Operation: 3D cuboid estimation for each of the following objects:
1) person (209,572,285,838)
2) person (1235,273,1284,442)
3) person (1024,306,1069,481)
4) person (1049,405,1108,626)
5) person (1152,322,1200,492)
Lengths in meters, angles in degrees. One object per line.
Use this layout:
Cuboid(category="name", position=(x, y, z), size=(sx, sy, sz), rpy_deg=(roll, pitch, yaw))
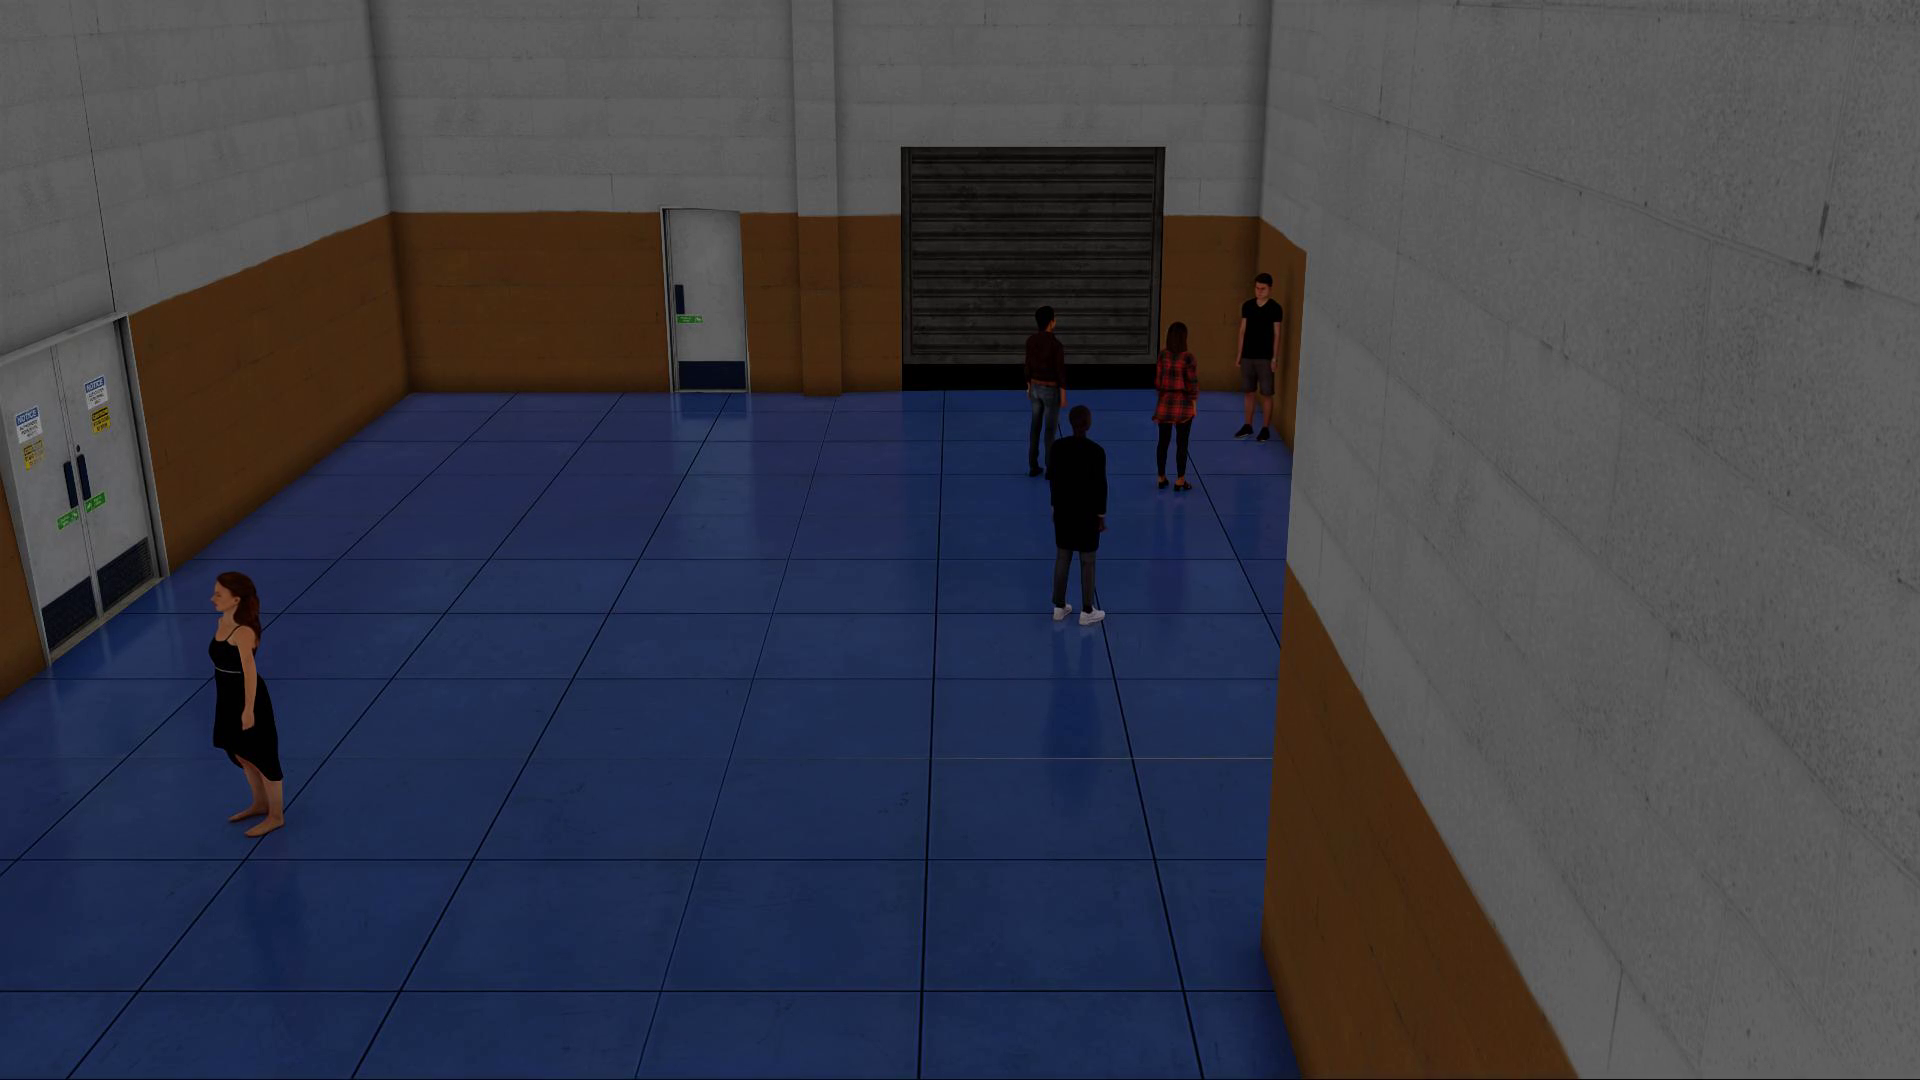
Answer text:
Cuboid(category="person", position=(-4.247, 0.958, 9.900), size=(0.732, 1.625, 0.676), rpy_deg=(-16, 24, -40))
Cuboid(category="person", position=(3.330, -2.043, 18.433), size=(0.732, 1.862, 0.818), rpy_deg=(14, 23, 36))
Cuboid(category="person", position=(0.862, -1.504, 16.957), size=(0.682, 1.782, 0.774), rpy_deg=(14, 23, 36))
Cuboid(category="person", position=(0.919, -0.206, 13.140), size=(0.682, 1.761, 0.790), rpy_deg=(11, 22, 30))
Cuboid(category="person", position=(2.146, -1.334, 16.578), size=(0.674, 1.703, 0.766), rpy_deg=(13, 23, 33))
